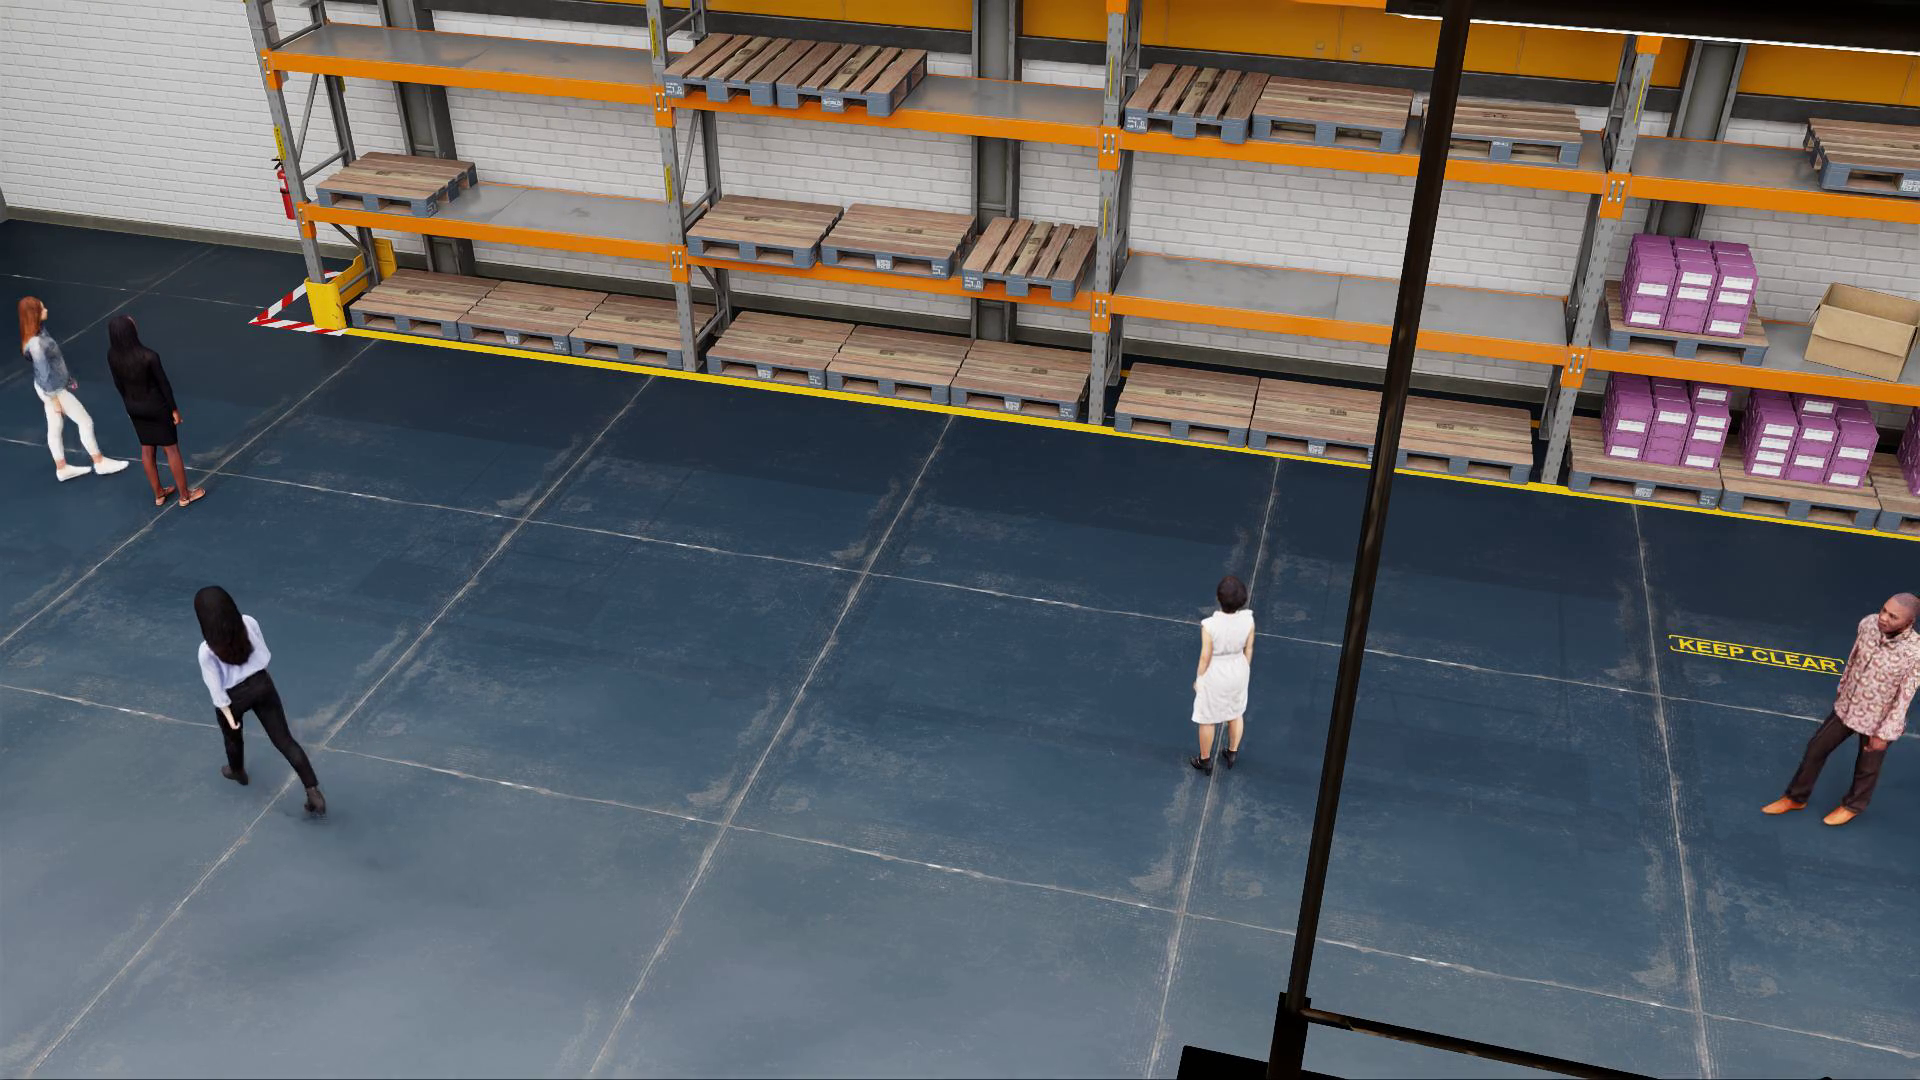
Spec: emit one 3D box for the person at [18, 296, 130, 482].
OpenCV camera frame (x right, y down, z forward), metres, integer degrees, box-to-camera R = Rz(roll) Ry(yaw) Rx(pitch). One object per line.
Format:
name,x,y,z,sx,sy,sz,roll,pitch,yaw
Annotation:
person,-7.728,-1.235,14.007,0.940,1.687,0.882,-18,38,-25

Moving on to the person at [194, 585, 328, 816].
person,-4.442,1.056,10.551,1.270,1.697,0.921,20,38,27

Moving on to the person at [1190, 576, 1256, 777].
person,1.728,0.892,10.925,0.610,1.556,0.702,-10,35,-14

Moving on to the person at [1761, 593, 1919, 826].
person,5.781,1.065,10.455,1.036,1.789,0.964,-15,37,-22

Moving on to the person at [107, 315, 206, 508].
person,-6.694,-1.075,13.736,0.455,1.720,0.687,5,34,8
